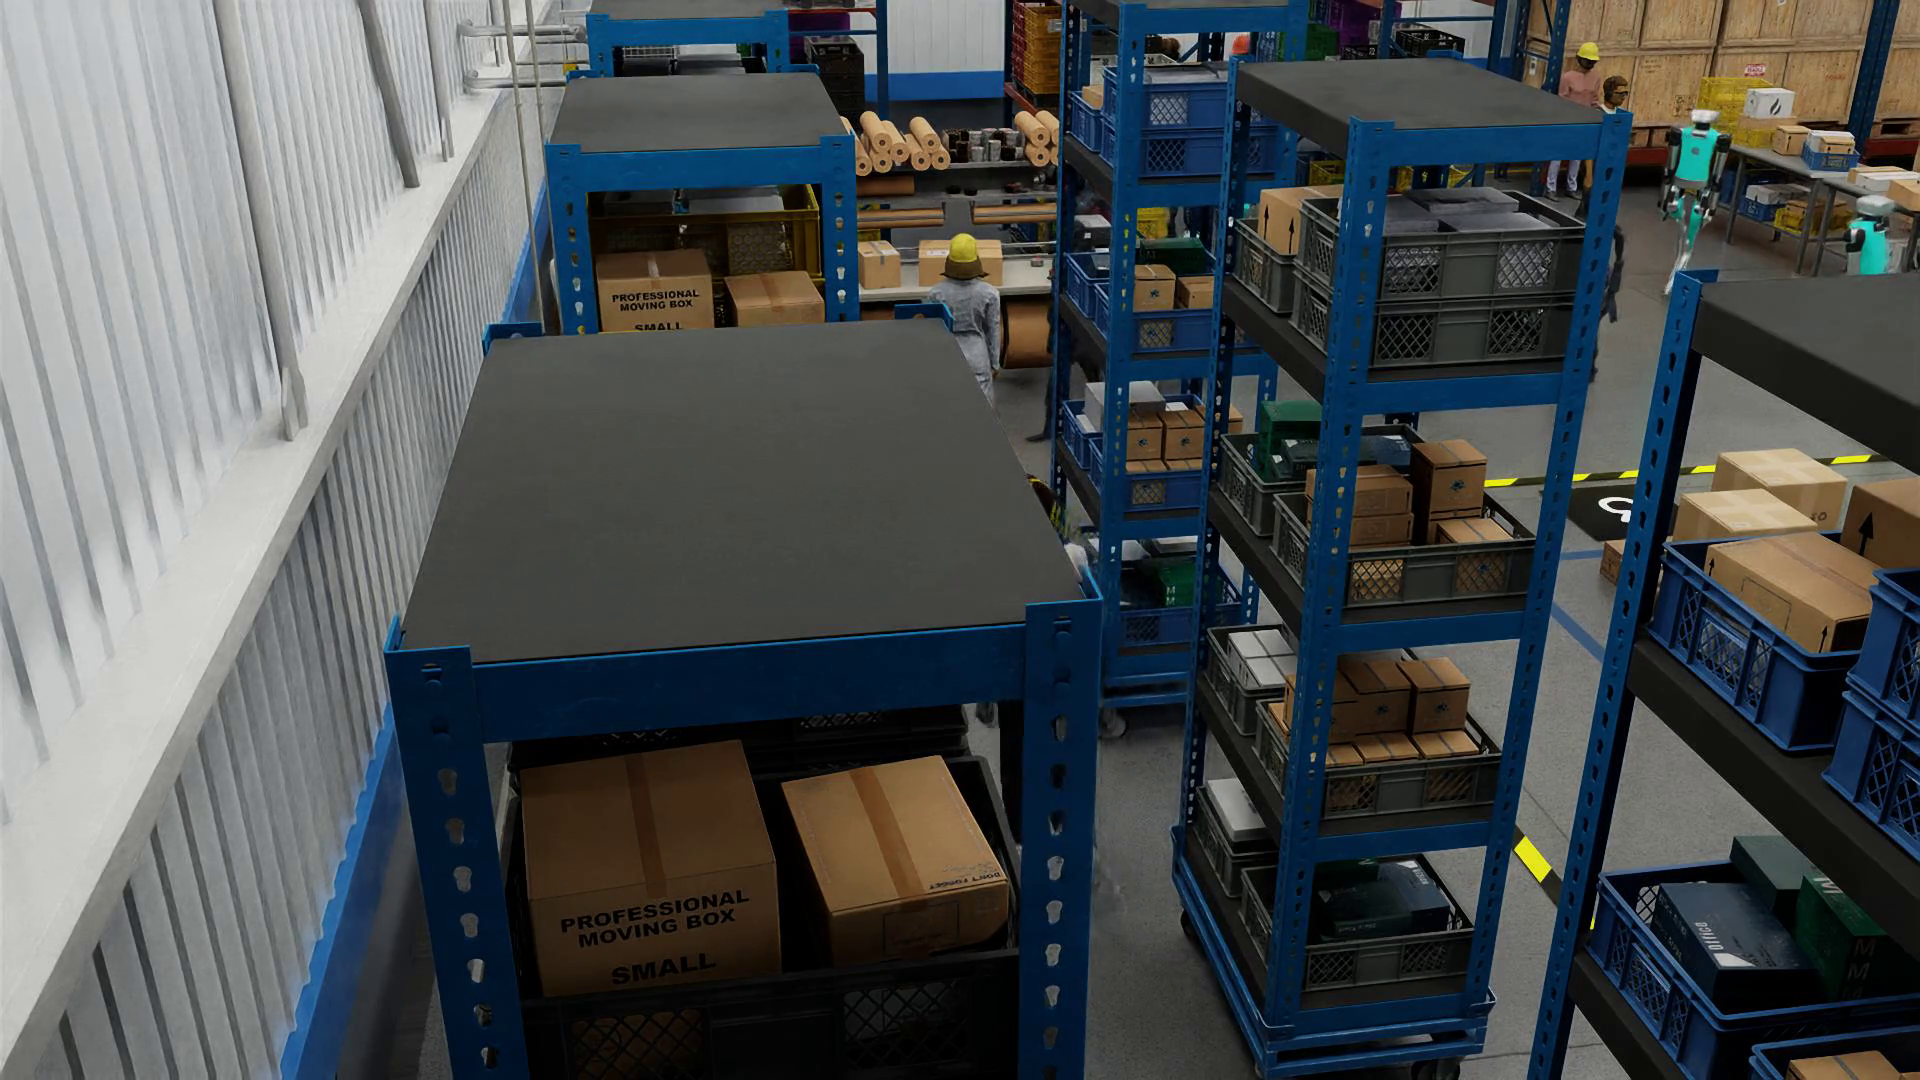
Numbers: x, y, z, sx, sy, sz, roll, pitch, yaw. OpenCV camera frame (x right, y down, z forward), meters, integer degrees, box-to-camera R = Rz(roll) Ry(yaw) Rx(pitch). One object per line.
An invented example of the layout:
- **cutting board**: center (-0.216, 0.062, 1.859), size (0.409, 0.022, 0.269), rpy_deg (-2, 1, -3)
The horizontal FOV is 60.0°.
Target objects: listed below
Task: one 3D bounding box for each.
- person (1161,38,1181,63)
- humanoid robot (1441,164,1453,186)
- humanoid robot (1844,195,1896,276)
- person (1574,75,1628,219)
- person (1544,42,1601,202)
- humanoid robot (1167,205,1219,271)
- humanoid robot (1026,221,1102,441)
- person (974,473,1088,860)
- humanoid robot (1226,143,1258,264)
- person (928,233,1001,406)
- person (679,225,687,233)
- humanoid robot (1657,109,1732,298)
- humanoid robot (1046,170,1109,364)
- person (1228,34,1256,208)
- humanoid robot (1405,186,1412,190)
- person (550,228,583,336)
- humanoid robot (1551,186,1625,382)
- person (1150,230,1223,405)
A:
- **person**: center (2.251, -4.658, 18.565), size (0.432, 1.832, 0.623), rpy_deg (3, 25, 7)
- **humanoid robot**: center (4.914, -3.987, 17.242), size (0.546, 1.790, 0.835), rpy_deg (-3, 25, -6)
- **humanoid robot**: center (6.628, -1.505, 11.896), size (0.544, 1.833, 0.795), rpy_deg (-21, 32, -38)
- **person**: center (6.250, -3.613, 16.285), size (0.333, 1.837, 0.506), rpy_deg (22, 33, 39)
- **person**: center (6.941, -4.703, 18.742), size (0.525, 1.760, 0.335), rpy_deg (-6, 25, -14)
- **humanoid robot**: center (1.950, -2.315, 13.676), size (0.598, 1.638, 0.691), rpy_deg (20, 31, 37)
- **humanoid robot**: center (0.878, -1.484, 11.919), size (0.775, 1.638, 0.591), rpy_deg (-14, 28, -28)
- **person**: center (0.307, 0.595, 7.100), size (0.532, 1.859, 0.488), rpy_deg (-9, 26, -19)
- **humanoid robot**: center (2.655, -3.382, 15.961), size (0.558, 1.832, 0.887), rpy_deg (1, 25, 1)
- **person**: center (0.032, -1.187, 11.110), size (0.486, 1.746, 0.290), rpy_deg (1, 25, 2)
- **person**: center (-2.149, -1.632, 11.742), size (0.627, 2.029, 0.612), rpy_deg (-3, 25, -7)
- **humanoid robot**: center (6.799, -3.143, 15.427), size (0.541, 1.760, 1.031), rpy_deg (16, 29, 30)
- **humanoid robot**: center (0.971, -2.249, 13.505), size (0.593, 1.645, 0.425), rpy_deg (-8, 26, -16)
- **person**: center (3.130, -4.548, 18.223), size (0.478, 1.911, 0.615), rpy_deg (-10, 26, -20)
- **humanoid robot**: center (3.487, -1.786, 12.428), size (1.027, 1.732, 0.562), rpy_deg (-6, 25, -14)
- **person**: center (-2.477, -1.275, 11.194), size (0.563, 1.836, 0.390), rpy_deg (11, 27, 23)
- **humanoid robot**: center (4.850, -1.934, 12.892), size (0.586, 1.638, 0.786), rpy_deg (18, 30, 34)
- **person**: center (1.463, -1.095, 10.789), size (0.587, 1.848, 0.395), rpy_deg (-4, 25, -9)
